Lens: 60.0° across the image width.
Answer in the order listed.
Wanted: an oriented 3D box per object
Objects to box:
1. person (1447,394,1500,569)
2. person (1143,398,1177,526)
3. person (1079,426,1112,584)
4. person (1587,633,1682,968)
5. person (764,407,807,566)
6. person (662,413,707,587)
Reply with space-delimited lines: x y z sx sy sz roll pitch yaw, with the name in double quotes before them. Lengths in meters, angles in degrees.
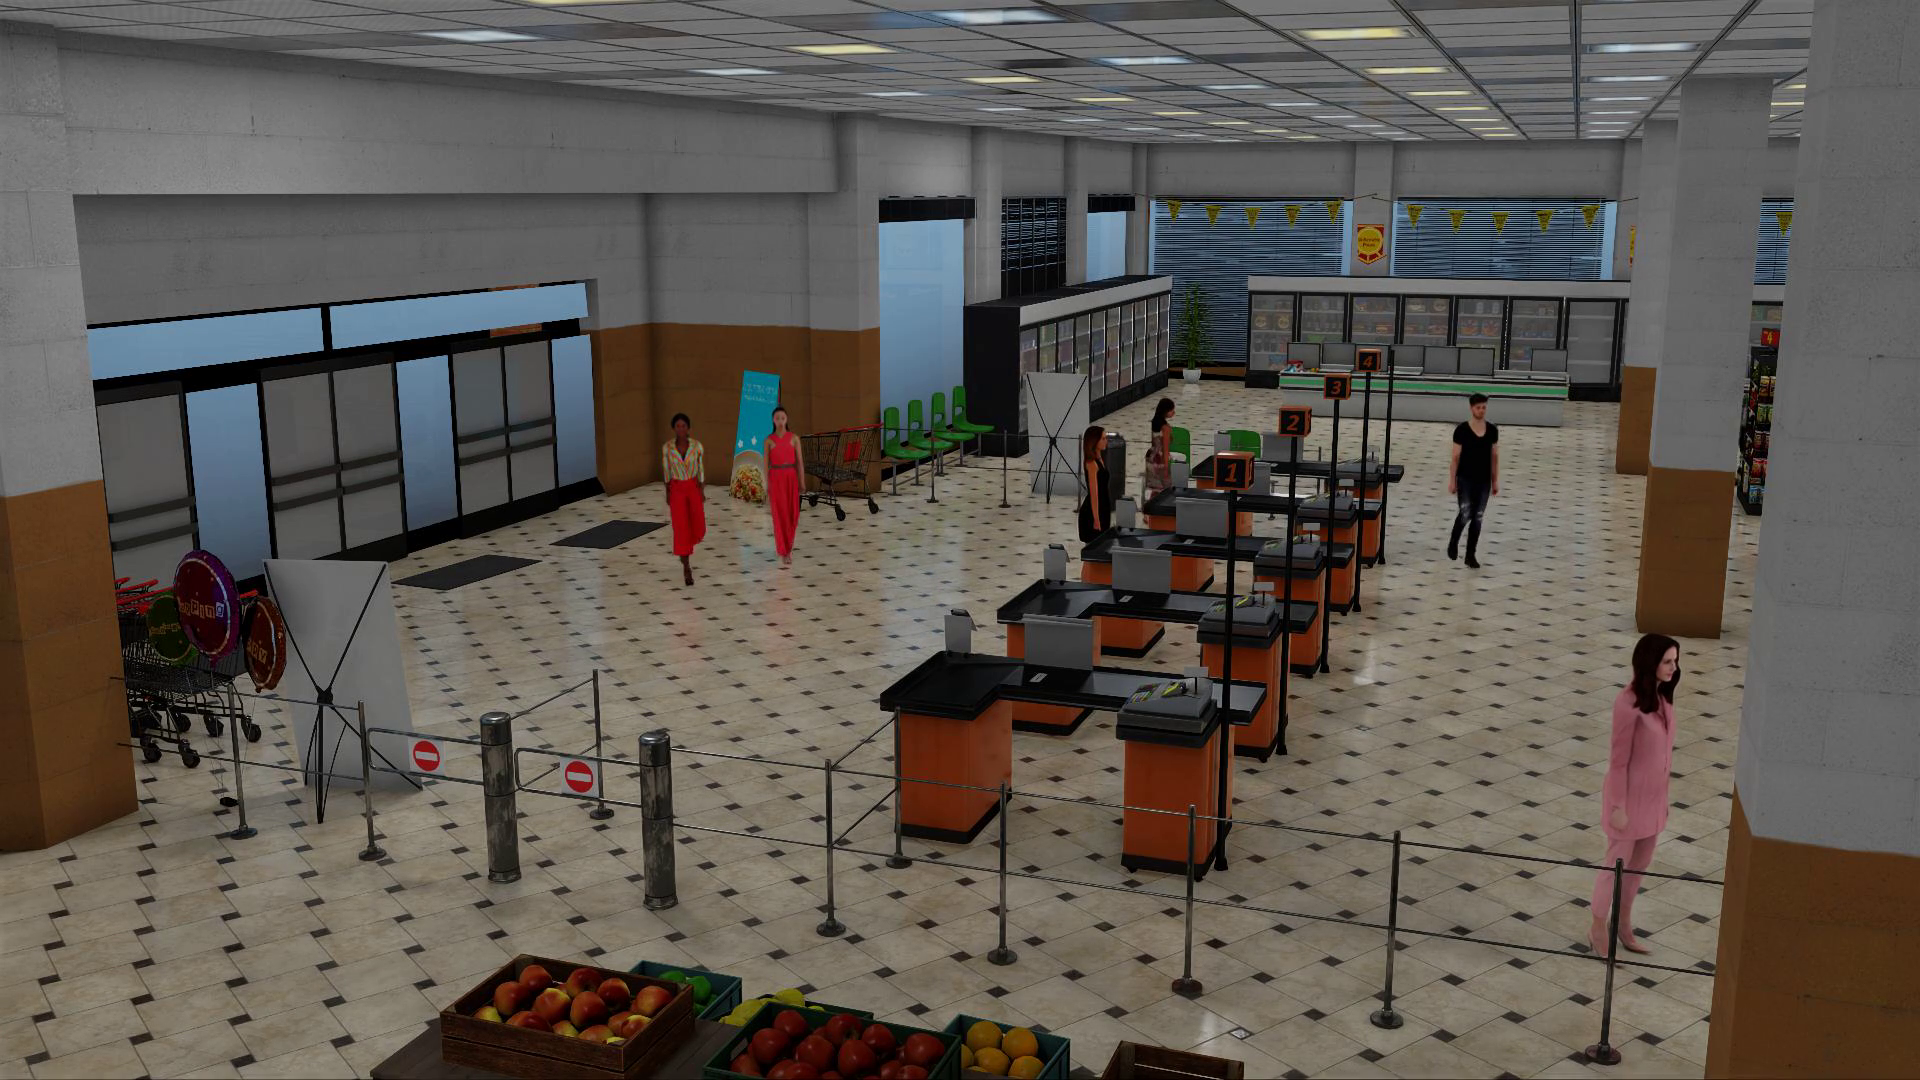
"person" 5.561 -0.655 18.085 0.838 1.883 0.884 -1 12 -3
"person" 2.298 -0.868 19.706 0.898 1.632 0.838 -6 13 -28
"person" 1.292 -0.184 15.966 0.582 1.834 0.618 2 12 9
"person" 3.543 1.378 8.758 0.697 1.748 0.724 -8 15 -35
"person" -1.944 -0.598 18.298 1.078 1.684 1.065 -4 13 -18
"person" -2.858 -0.433 17.280 0.973 1.781 0.967 -3 12 -15
